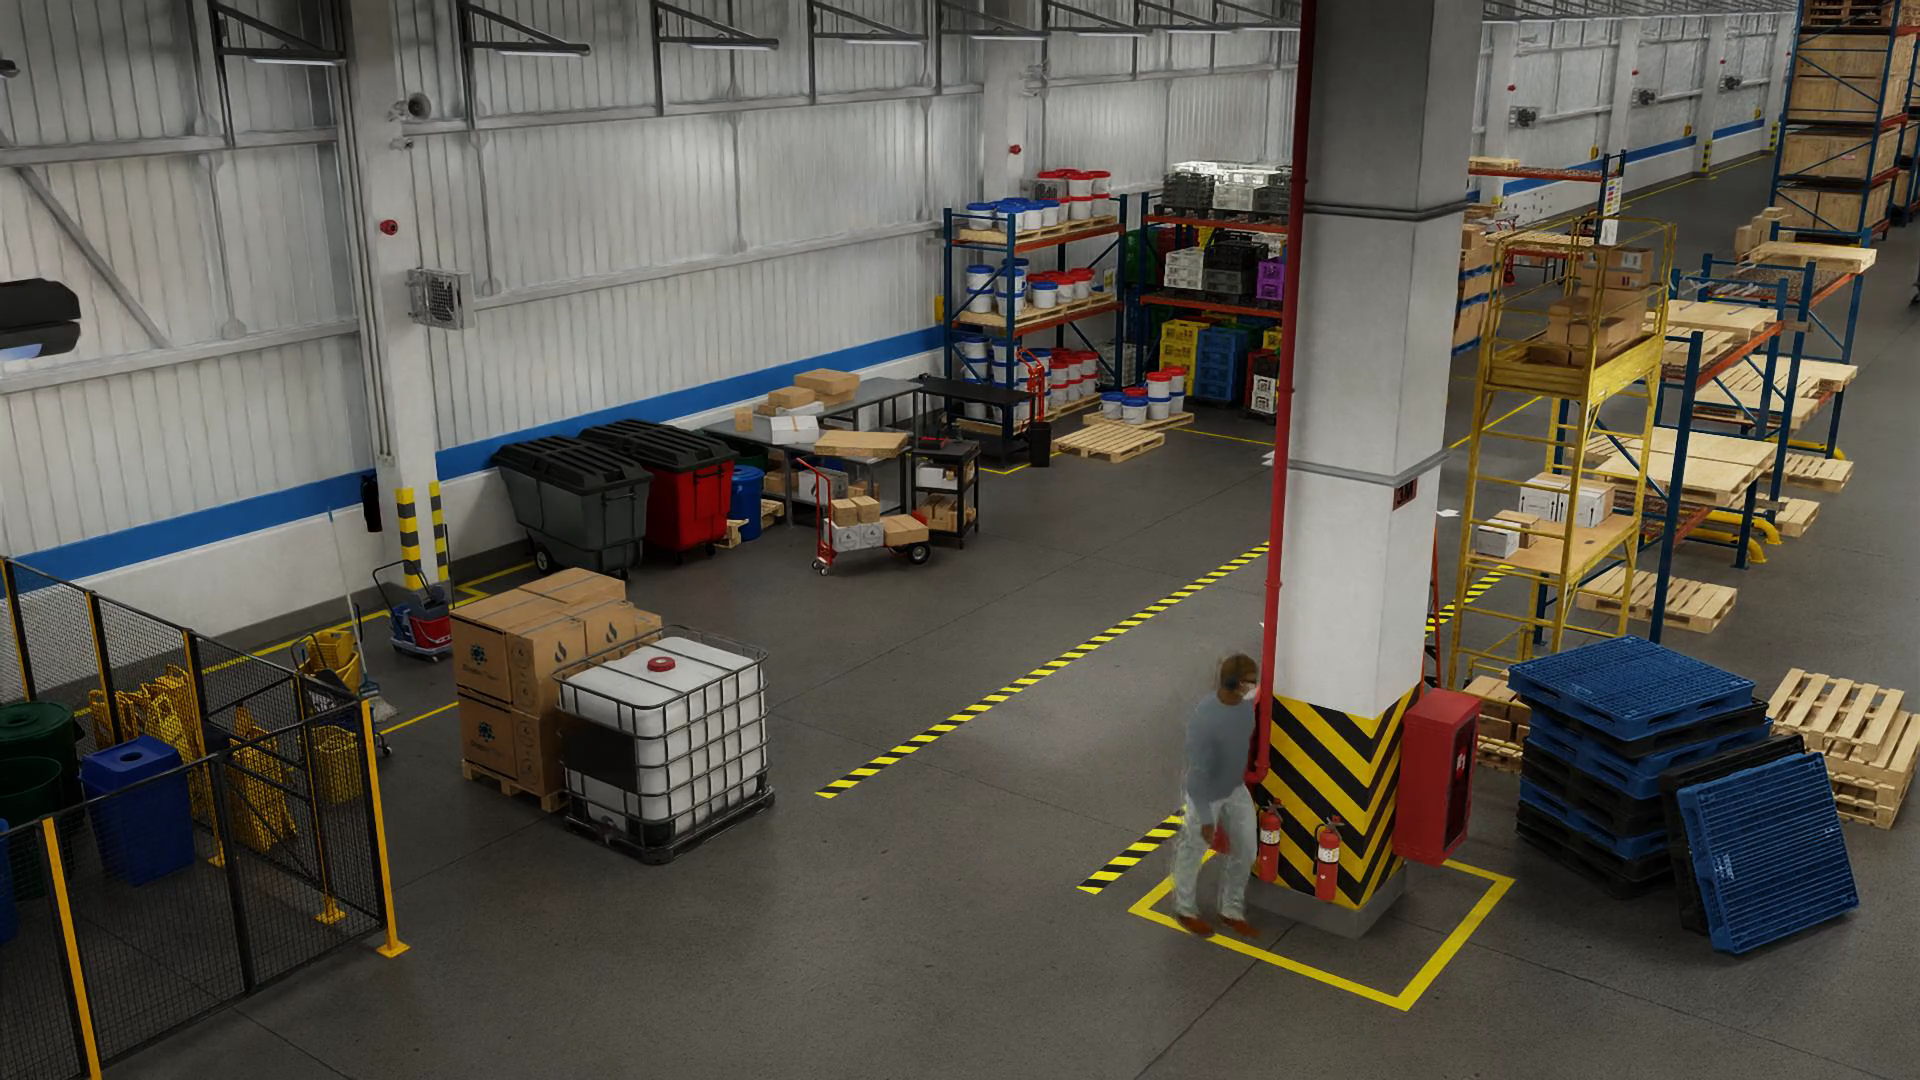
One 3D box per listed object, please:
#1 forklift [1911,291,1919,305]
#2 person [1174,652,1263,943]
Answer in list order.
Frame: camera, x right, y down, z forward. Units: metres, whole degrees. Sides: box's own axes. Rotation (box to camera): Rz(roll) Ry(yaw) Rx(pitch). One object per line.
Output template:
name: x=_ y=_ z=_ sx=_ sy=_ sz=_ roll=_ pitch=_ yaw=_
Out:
forklift: x=19.221 y=-5.955 z=31.846 sx=1.129 sy=2.768 sz=1.873 roll=13 pitch=22 yaw=34
person: x=1.641 y=1.613 z=10.215 sx=0.665 sy=1.909 sz=0.709 roll=-16 pitch=24 yaw=-40
